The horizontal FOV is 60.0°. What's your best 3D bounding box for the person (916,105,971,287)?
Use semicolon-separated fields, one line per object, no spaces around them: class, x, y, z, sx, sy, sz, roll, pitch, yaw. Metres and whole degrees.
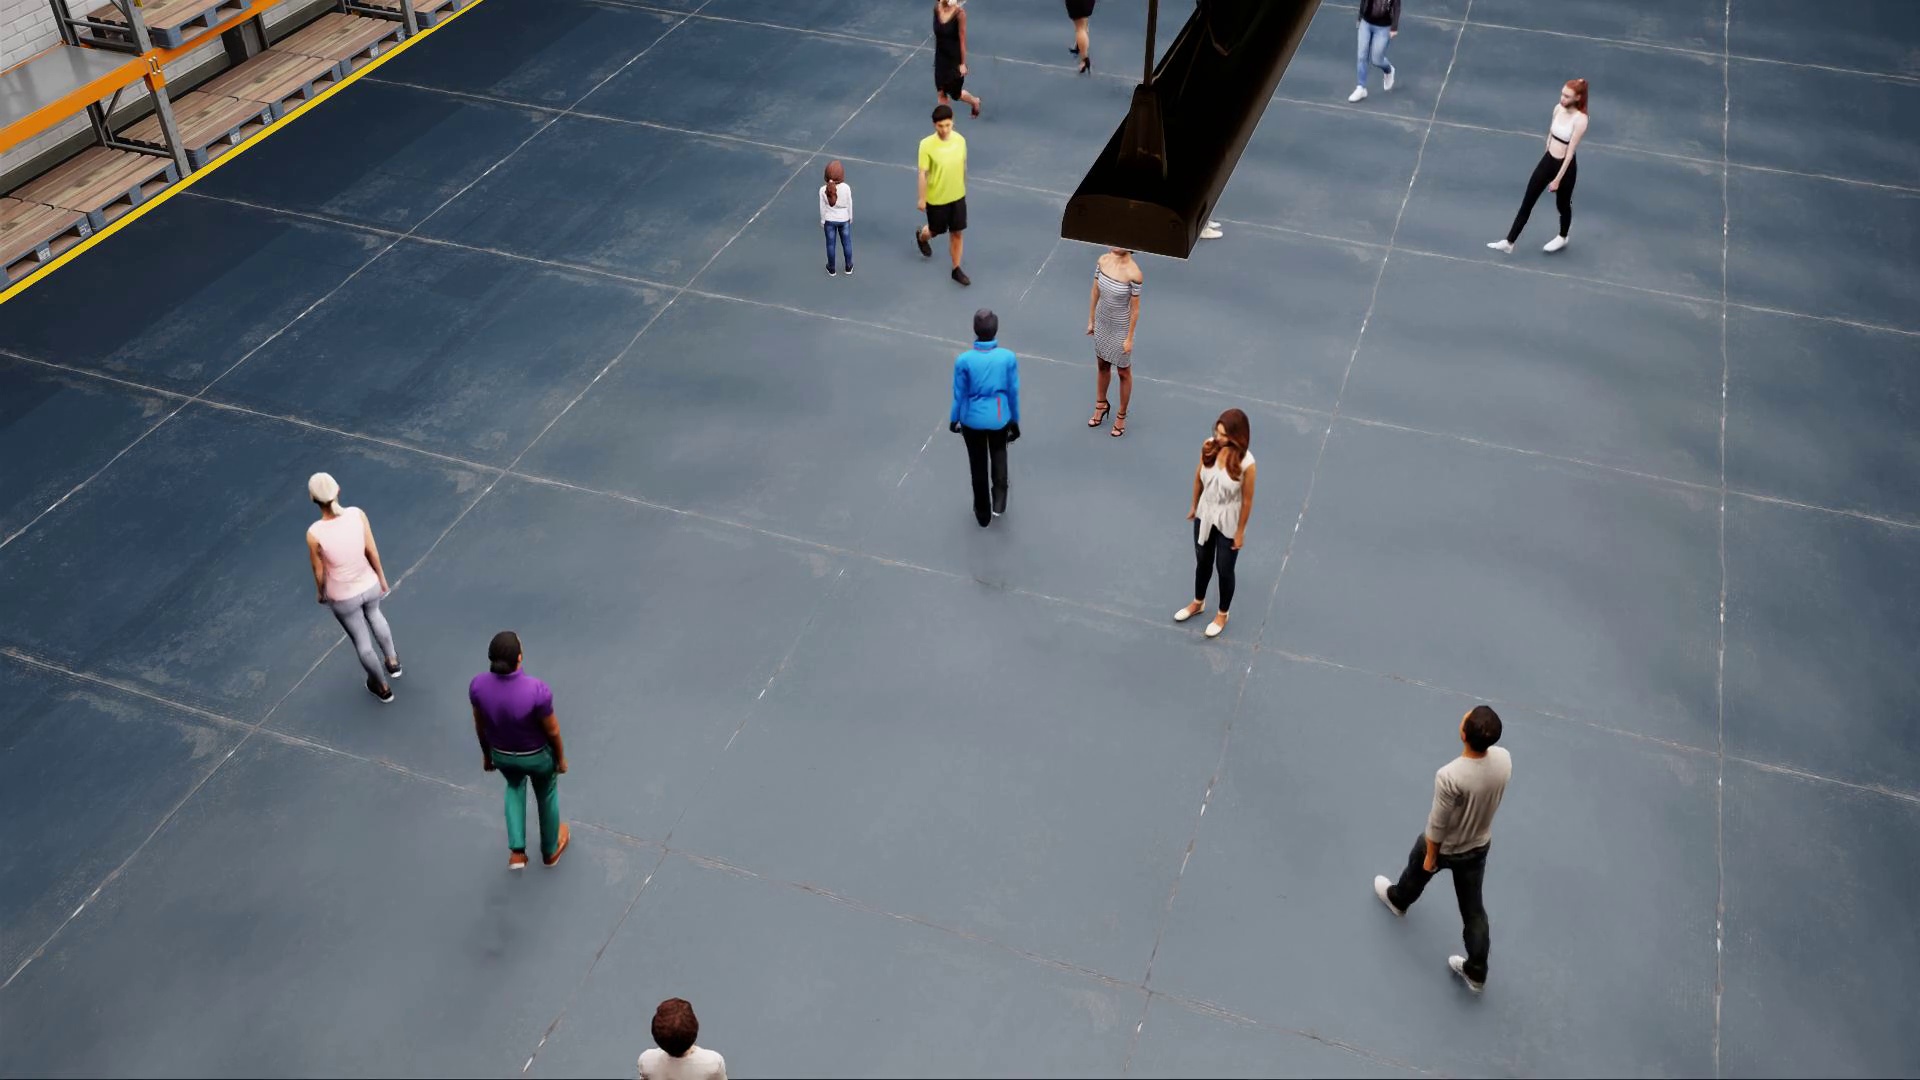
person;-0.183;-3.138;14.915;1.016;1.685;1.067;-18;42;-21

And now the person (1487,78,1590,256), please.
person;5.549;-3.377;15.199;1.126;1.705;1.105;-14;41;-17

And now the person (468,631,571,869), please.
person;-2.484;1.264;9.349;0.743;1.753;0.814;3;39;4

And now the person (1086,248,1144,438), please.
person;1.212;-1.634;12.923;0.662;1.822;0.652;29;47;31

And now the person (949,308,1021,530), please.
person;0.194;-0.796;11.906;0.741;1.781;0.753;-6;39;-8

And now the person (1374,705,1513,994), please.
person;2.706;1.669;8.836;1.130;1.761;1.217;-14;41;-17

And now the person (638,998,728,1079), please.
person;-1.235;2.737;7.597;0.811;1.638;1.066;-1;39;-2

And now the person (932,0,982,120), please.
person;-0.039;-4.983;17.191;0.773;1.729;0.943;30;47;32

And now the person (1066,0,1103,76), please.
person;1.398;-6.020;18.523;0.959;1.687;1.012;-18;42;-21

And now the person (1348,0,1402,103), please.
person;4.551;-5.571;18.013;0.931;1.622;0.842;-28;46;-31

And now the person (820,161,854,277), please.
person;-1.122;-2.937;15.125;0.533;1.111;0.581;-7;39;-9

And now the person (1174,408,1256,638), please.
person;1.739;-0.135;11.078;0.670;1.782;0.658;31;48;33

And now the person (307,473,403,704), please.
person;-3.796;0.355;10.521;0.726;1.710;0.655;31;48;33
